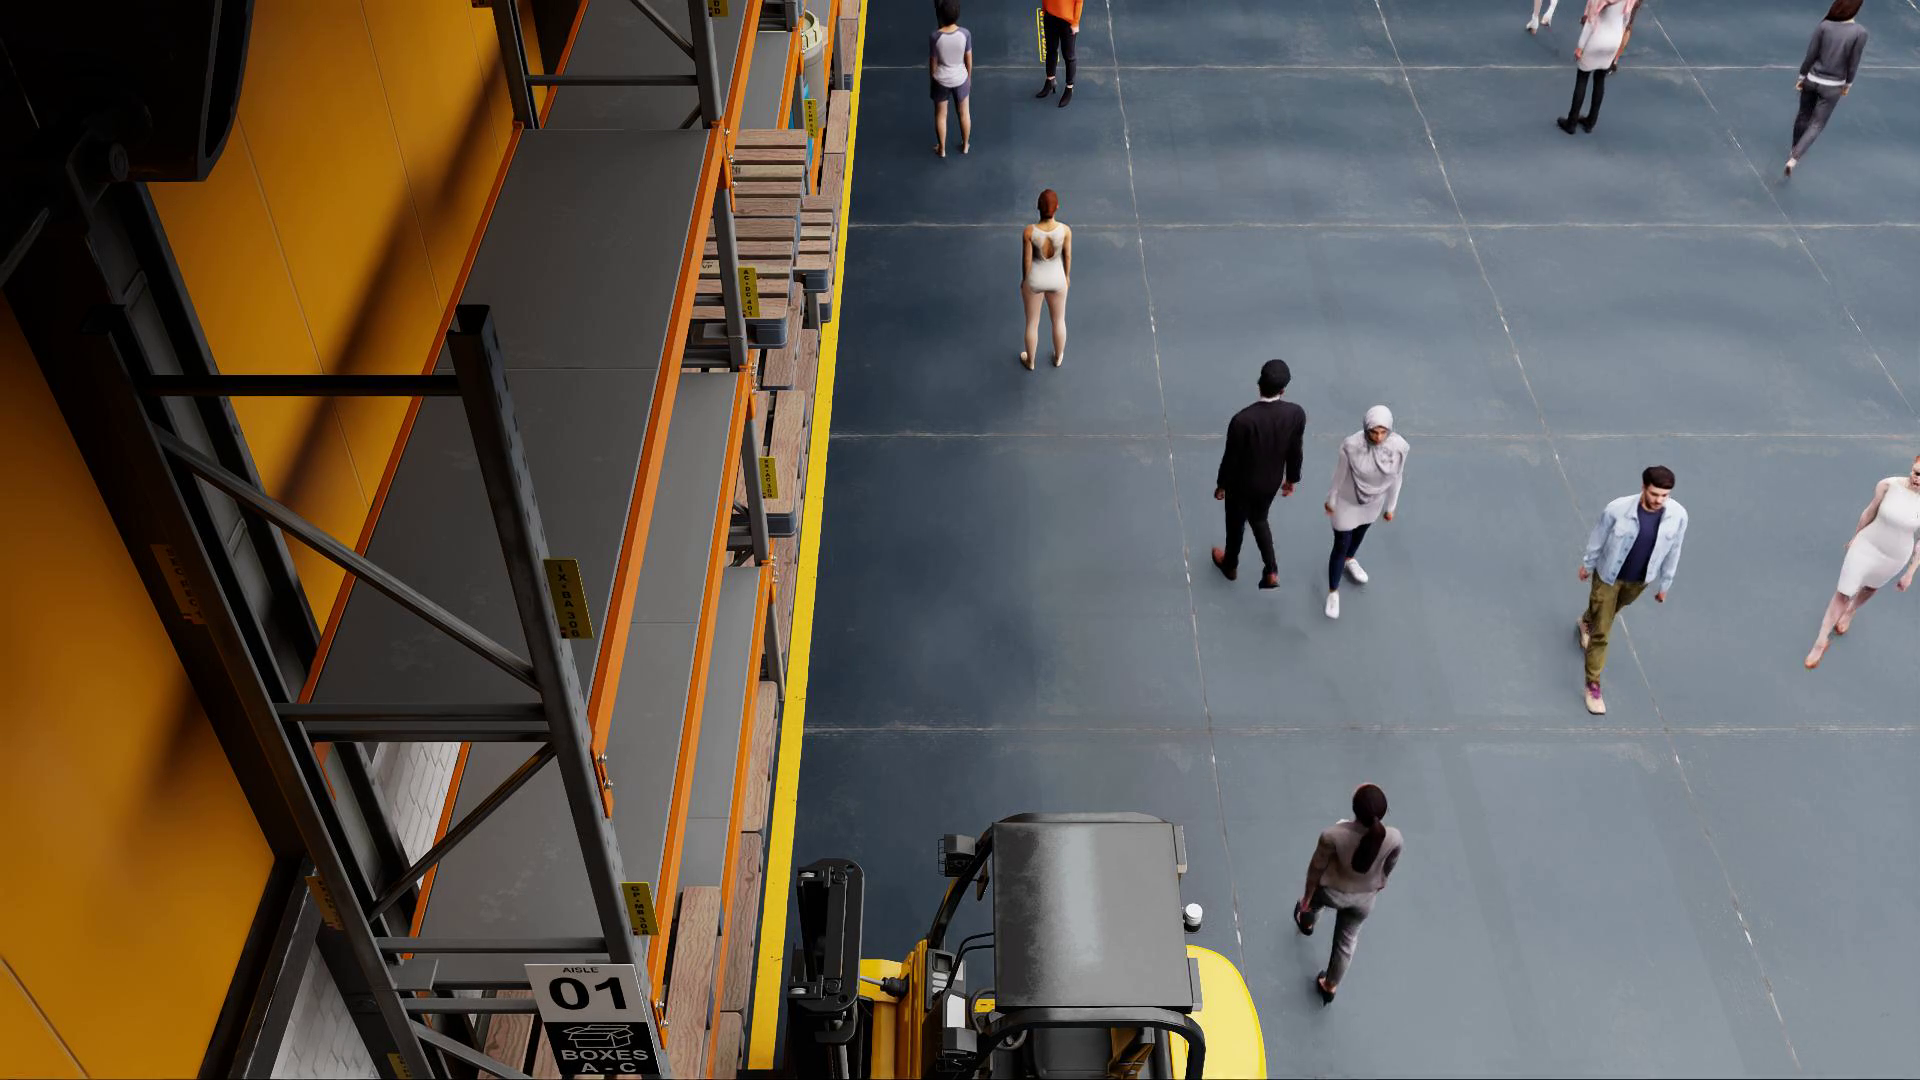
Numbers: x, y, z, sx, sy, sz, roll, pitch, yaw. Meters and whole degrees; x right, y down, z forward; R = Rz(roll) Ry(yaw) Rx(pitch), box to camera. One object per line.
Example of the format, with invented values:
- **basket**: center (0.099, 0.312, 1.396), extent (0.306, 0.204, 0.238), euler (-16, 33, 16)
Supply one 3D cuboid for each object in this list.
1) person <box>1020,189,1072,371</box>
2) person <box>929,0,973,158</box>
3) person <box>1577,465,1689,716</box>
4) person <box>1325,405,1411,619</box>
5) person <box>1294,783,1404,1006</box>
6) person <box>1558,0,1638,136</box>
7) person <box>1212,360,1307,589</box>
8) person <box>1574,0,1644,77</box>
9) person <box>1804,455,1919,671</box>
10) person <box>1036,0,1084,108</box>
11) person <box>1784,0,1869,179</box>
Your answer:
- **person**: center (0.679, -2.058, 13.210), extent (0.570, 1.644, 0.522), euler (-6, 44, -6)
- **person**: center (-0.093, -4.367, 15.691), extent (0.608, 1.565, 0.582), euler (-8, 44, -9)
- **person**: center (4.282, 0.178, 10.774), extent (0.743, 1.766, 1.157), euler (3, 44, 4)
- **person**: center (2.716, -0.312, 11.302), extent (0.615, 1.748, 0.831), euler (-3, 44, -4)
- **person**: center (2.079, 1.974, 8.973), extent (0.662, 1.650, 0.906), euler (2, 44, 2)
- **person**: center (6.143, -4.745, 15.917), extent (0.678, 1.800, 0.653), euler (-10, 45, -11)
- **person**: center (2.045, -0.351, 11.261), extent (0.919, 1.861, 1.055), euler (-17, 46, -17)
- **person**: center (6.820, -5.622, 16.798), extent (0.861, 1.855, 0.753), euler (-17, 46, -17)
- **person**: center (6.084, 0.042, 10.918), extent (0.925, 1.765, 1.038), euler (27, 50, 25)
- **person**: center (1.002, -5.136, 16.365), extent (0.705, 1.748, 0.756), euler (32, 52, 29)
- **person**: center (7.972, -4.195, 15.380), extent (1.035, 1.745, 1.139), euler (30, 51, 27)
